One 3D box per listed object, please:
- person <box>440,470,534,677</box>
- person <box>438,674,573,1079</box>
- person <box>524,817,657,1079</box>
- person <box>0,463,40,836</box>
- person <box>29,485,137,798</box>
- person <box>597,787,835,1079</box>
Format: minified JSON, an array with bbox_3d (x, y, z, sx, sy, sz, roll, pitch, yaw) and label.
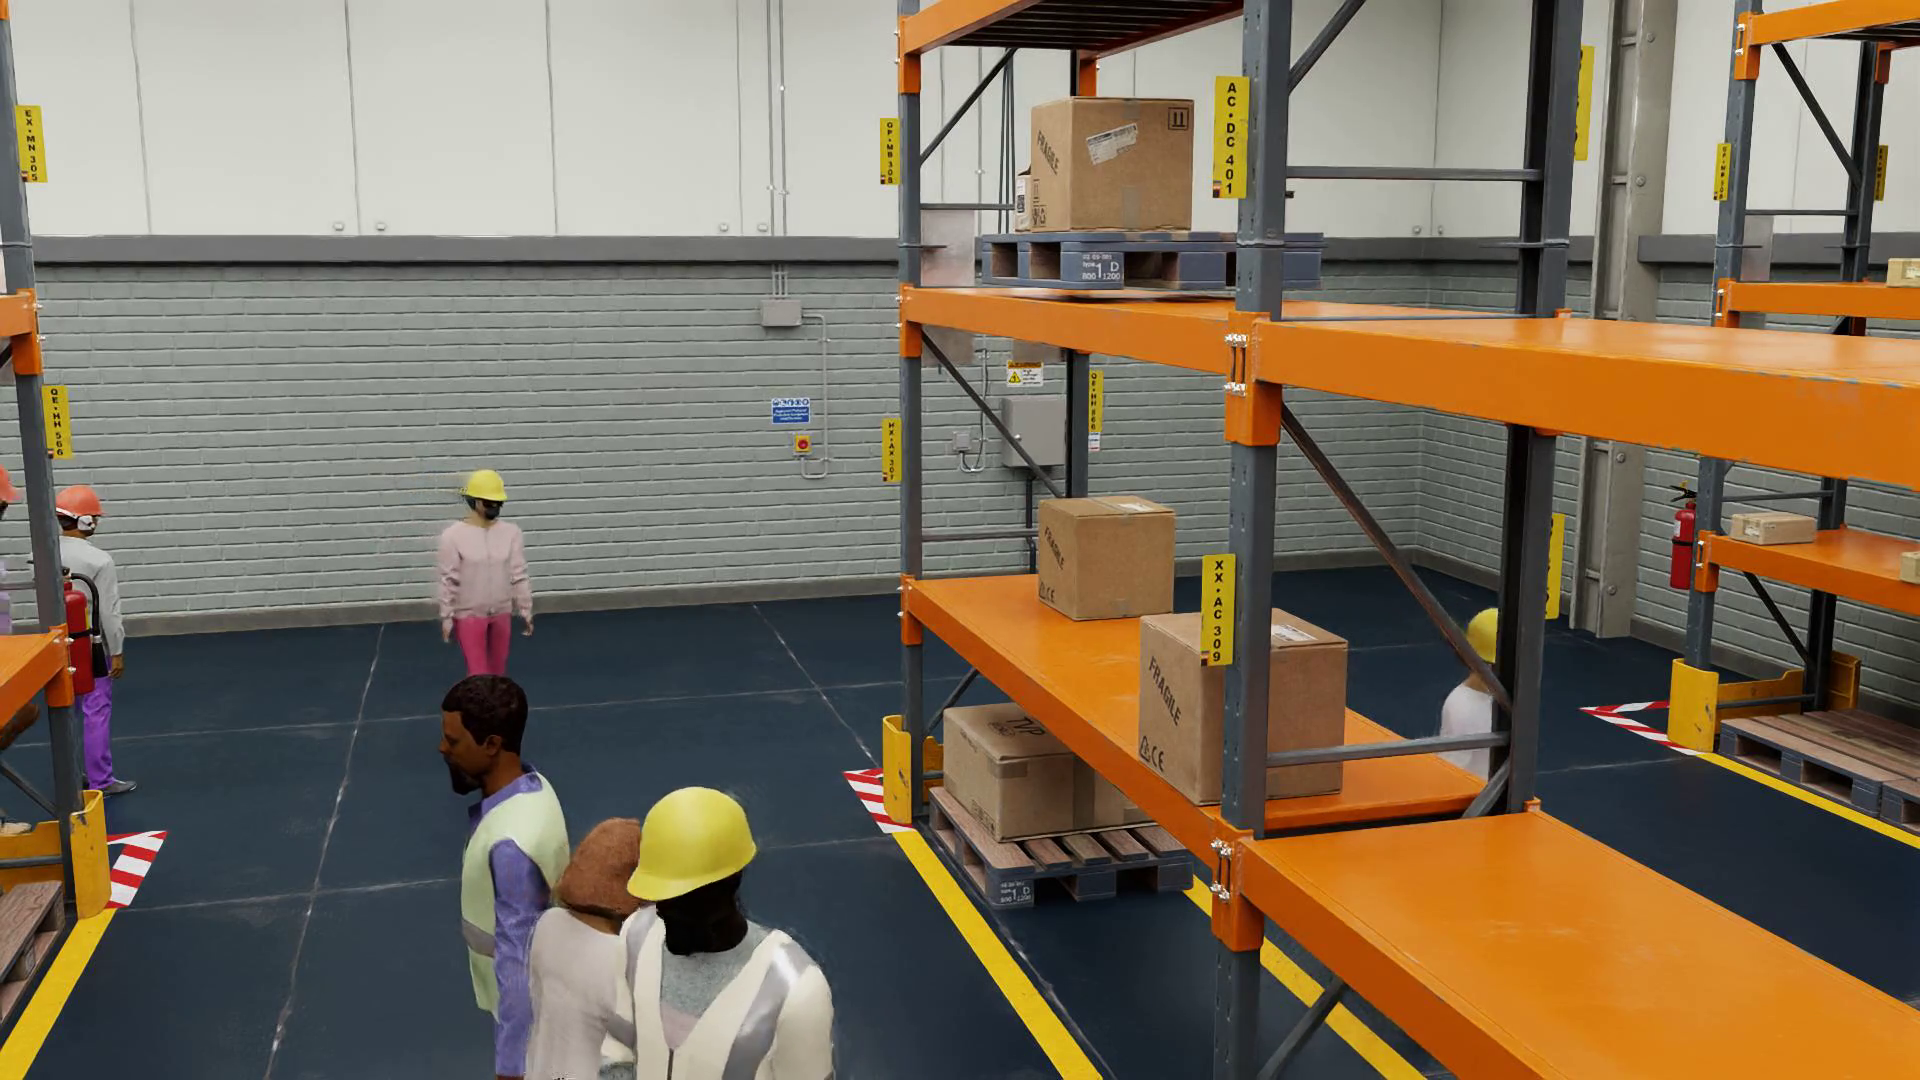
[{"bbox_3d":[-2.791,0.451,9.825,0.456,1.747,0.547,10,14,44],"label":"person"},{"bbox_3d":[-1.192,1.294,4.590,0.398,1.910,0.585,-3,10,-16],"label":"person"},{"bbox_3d":[-0.942,1.503,4.253,0.512,1.603,0.425,10,14,44],"label":"person"},{"bbox_3d":[-4.934,0.568,8.425,0.454,2.017,0.608,-5,11,-26],"label":"person"},{"bbox_3d":[-4.844,0.563,9.224,0.557,1.743,0.361,3,10,18],"label":"person"},{"bbox_3d":[-0.539,1.457,3.732,0.599,1.908,0.735,7,12,37],"label":"person"}]
